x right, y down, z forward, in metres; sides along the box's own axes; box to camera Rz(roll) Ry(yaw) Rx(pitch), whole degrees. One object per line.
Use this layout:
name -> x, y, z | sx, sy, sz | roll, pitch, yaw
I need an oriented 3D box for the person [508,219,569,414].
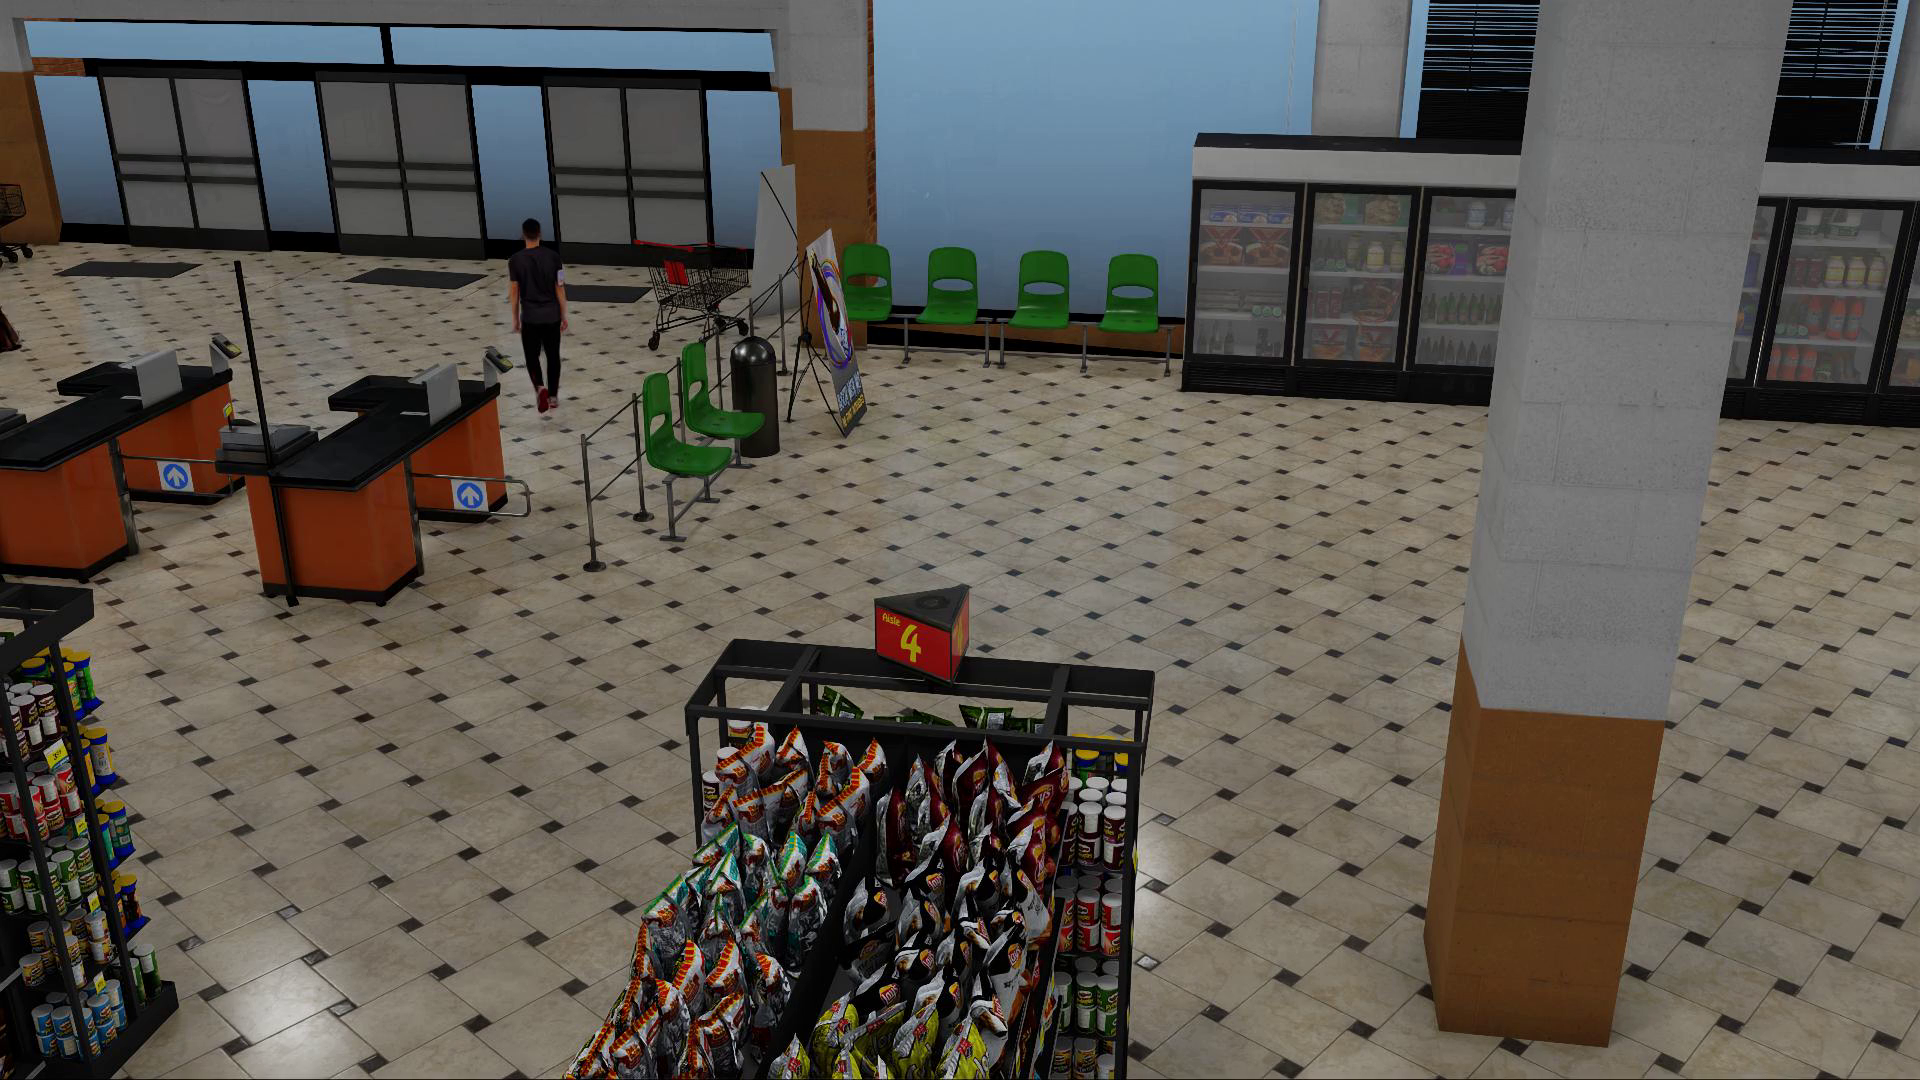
person -> -3.759, -1.972, 14.906 | 0.922, 1.747, 1.092 | -7, 23, -16
